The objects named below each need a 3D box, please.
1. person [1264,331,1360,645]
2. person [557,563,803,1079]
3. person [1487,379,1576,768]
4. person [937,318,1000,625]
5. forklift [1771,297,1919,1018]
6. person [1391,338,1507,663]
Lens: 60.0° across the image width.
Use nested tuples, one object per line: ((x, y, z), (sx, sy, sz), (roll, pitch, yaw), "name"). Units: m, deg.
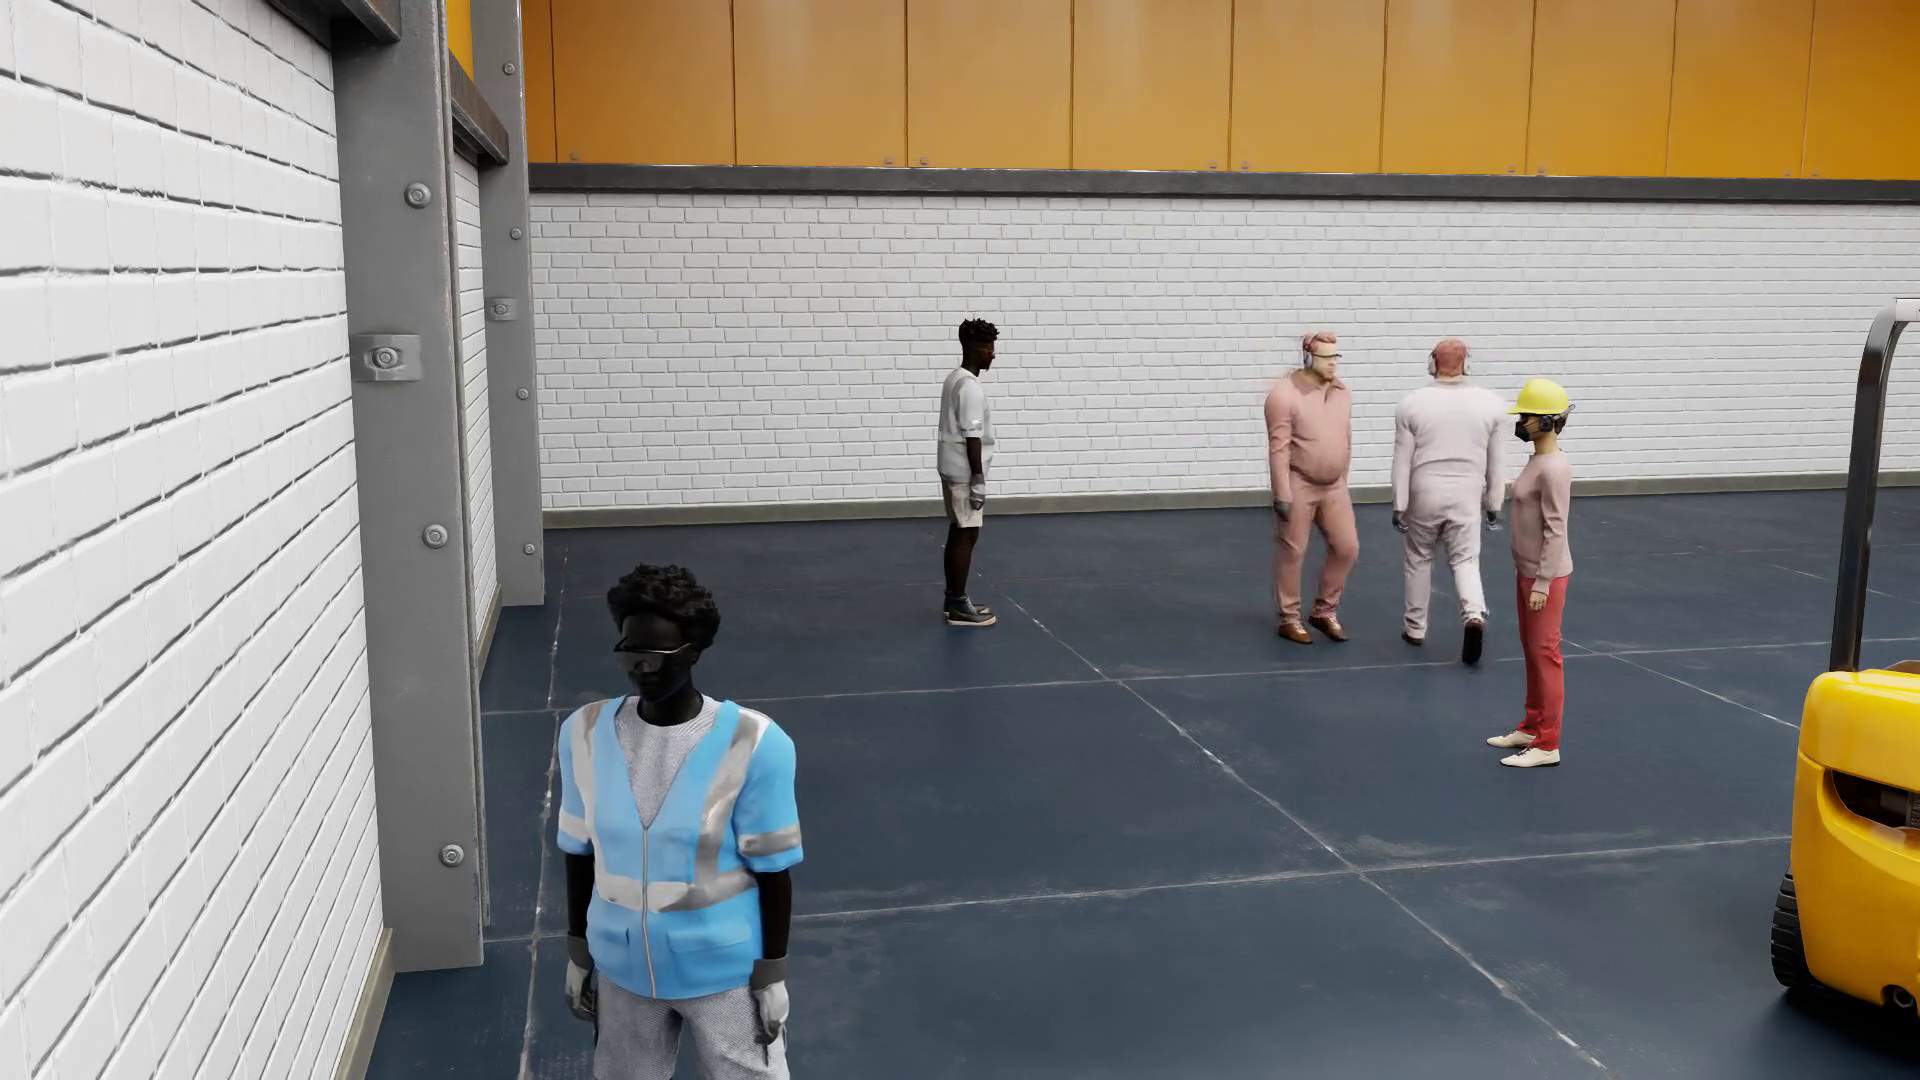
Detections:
((2.131, -0.299, 9.946), (0.654, 1.888, 0.544), (-4, 10, -24), "person")
((-0.578, 0.873, 3.425), (0.536, 1.690, 0.321), (2, 10, 15), "person")
((2.619, 0.153, 7.581), (0.314, 1.769, 0.523), (2, 9, 9), "person")
((0.055, -0.428, 10.573), (0.392, 1.952, 0.611), (-2, 10, -12), "person")
((3.542, 0.334, 5.177), (2.313, 2.155, 1.214), (-9, 13, -43), "forklift")
((2.842, -0.240, 9.687), (0.651, 1.868, 0.843), (1, 9, 4), "person")
